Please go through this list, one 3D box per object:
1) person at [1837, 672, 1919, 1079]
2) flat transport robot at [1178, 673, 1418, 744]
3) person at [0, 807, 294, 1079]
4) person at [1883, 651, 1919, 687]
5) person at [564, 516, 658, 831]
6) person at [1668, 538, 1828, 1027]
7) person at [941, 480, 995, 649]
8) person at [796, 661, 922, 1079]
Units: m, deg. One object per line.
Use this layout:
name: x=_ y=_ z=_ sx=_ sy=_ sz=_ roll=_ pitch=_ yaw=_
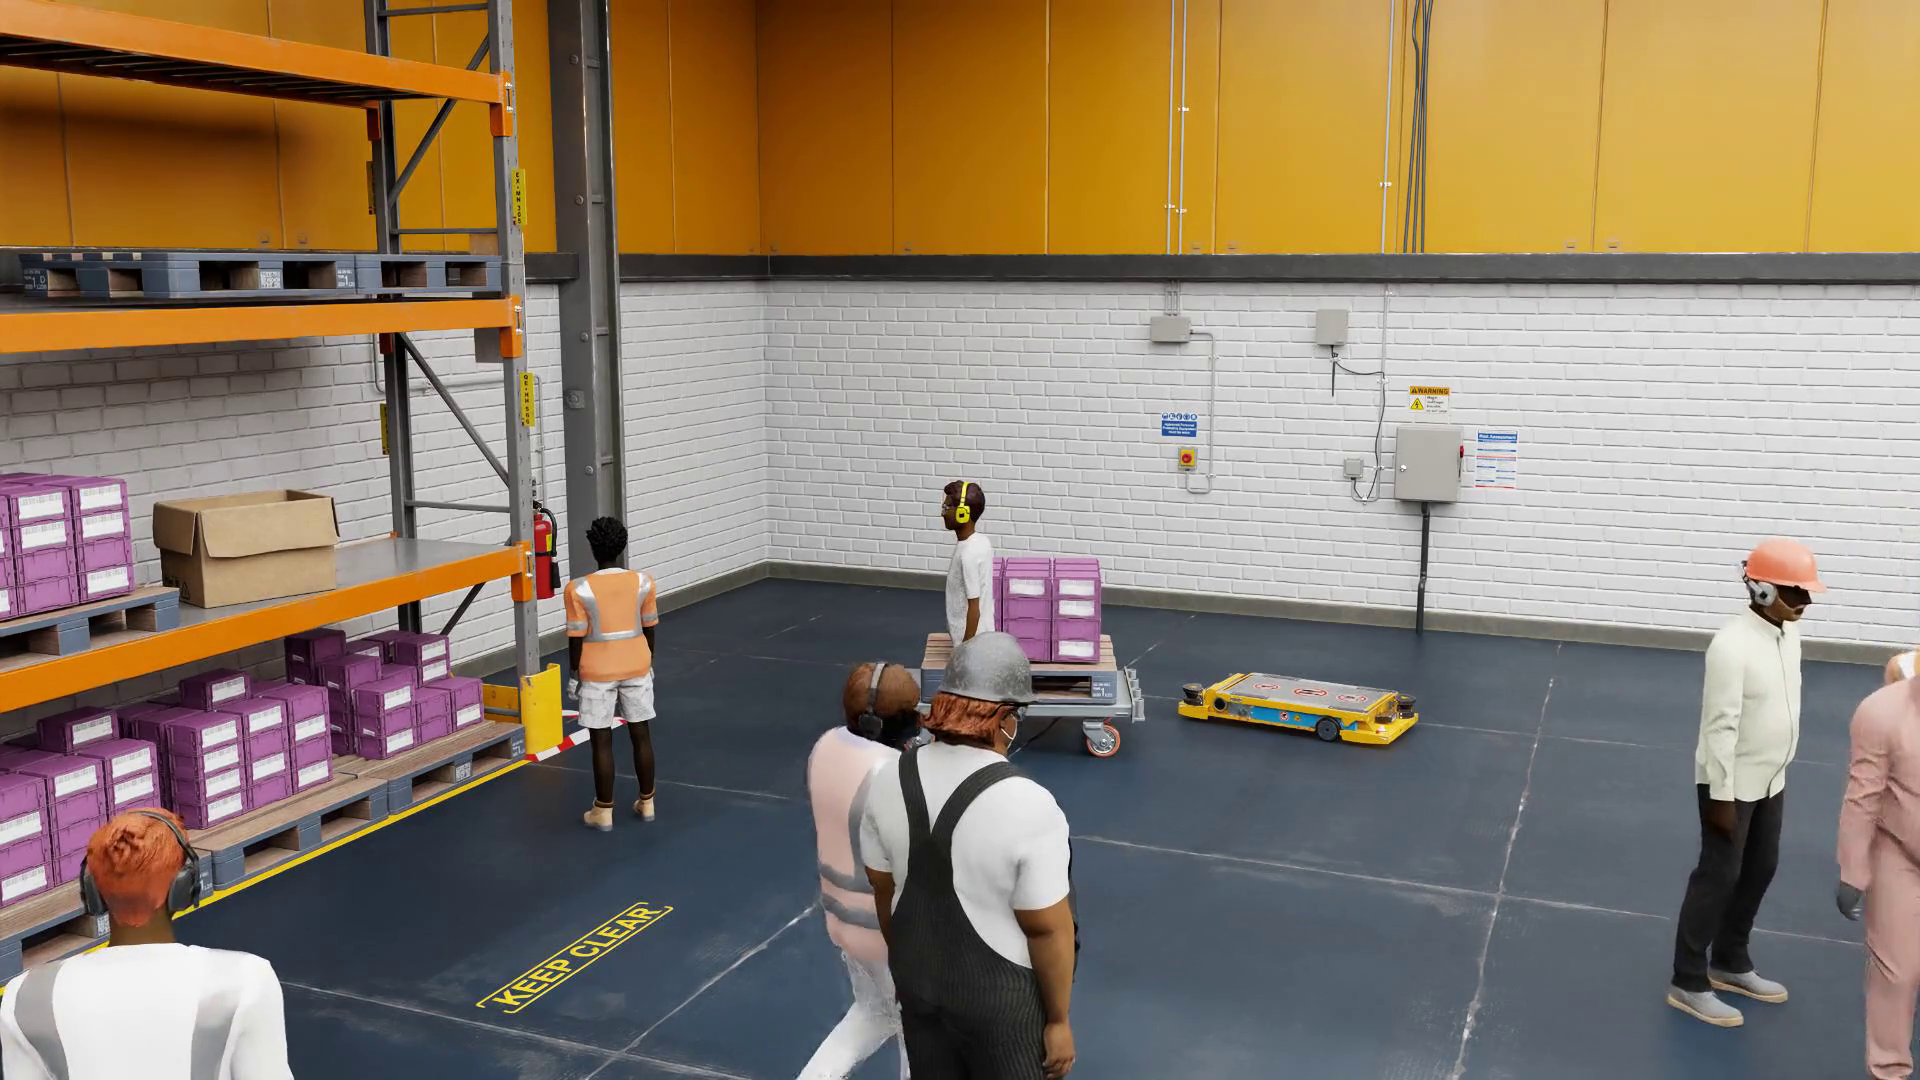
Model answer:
person: x=3.393 y=1.159 z=5.764 sx=0.650 sy=1.893 sz=0.418 roll=2 pitch=10 yaw=14
flat transport robot: x=2.236 y=1.092 z=11.019 sx=1.431 sy=0.197 sz=0.652 roll=6 pitch=11 yaw=31
person: x=-1.734 y=1.504 z=3.639 sx=0.584 sy=1.883 sz=0.337 roll=-2 pitch=10 yaw=-11
person: x=4.222 y=1.056 z=7.149 sx=0.538 sy=1.605 sz=0.693 roll=4 pitch=10 yaw=22
person: x=-1.872 y=0.718 z=8.970 sx=0.535 sy=1.697 sz=0.322 roll=-6 pitch=11 yaw=-34
person: x=3.177 y=0.964 z=6.664 sx=0.618 sy=1.979 sz=0.420 roll=-7 pitch=12 yaw=-37
person: x=0.026 y=0.600 z=9.160 sx=0.328 sy=1.873 sz=0.521 roll=1 pitch=9 yaw=5
person: x=-0.252 y=1.258 z=5.369 sx=0.677 sy=1.808 sz=0.651 roll=-6 pitch=11 yaw=-30
